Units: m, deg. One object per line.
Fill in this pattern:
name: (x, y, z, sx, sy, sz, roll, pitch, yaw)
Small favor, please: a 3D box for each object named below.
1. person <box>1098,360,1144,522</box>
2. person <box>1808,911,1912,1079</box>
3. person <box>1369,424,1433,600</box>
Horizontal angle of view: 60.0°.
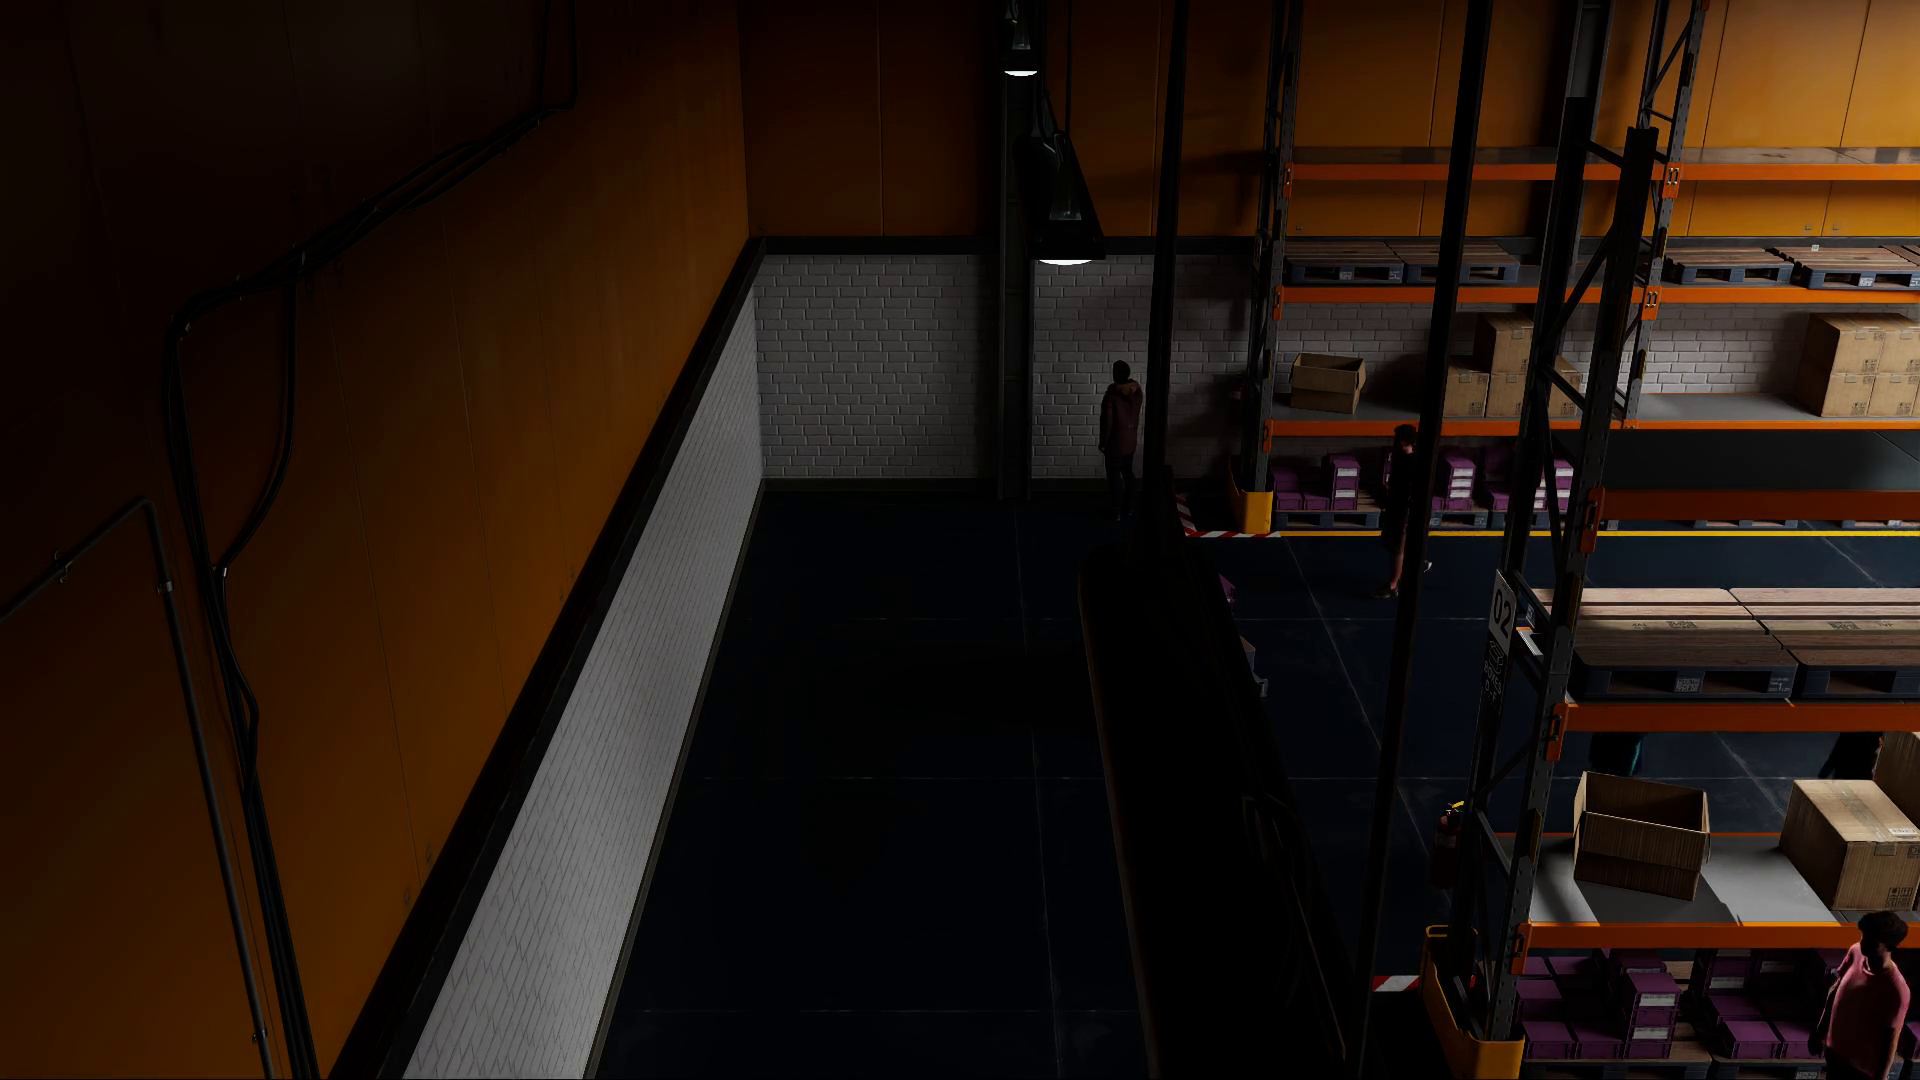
person: (1.808, -1.126, 18.745, 0.845, 1.847, 0.922, -19, 30, -37)
person: (5.162, 2.906, 9.413, 1.127, 1.933, 0.638, -1, 24, -3)
person: (4.556, -0.287, 16.826, 0.986, 1.847, 0.771, -4, 24, -10)
